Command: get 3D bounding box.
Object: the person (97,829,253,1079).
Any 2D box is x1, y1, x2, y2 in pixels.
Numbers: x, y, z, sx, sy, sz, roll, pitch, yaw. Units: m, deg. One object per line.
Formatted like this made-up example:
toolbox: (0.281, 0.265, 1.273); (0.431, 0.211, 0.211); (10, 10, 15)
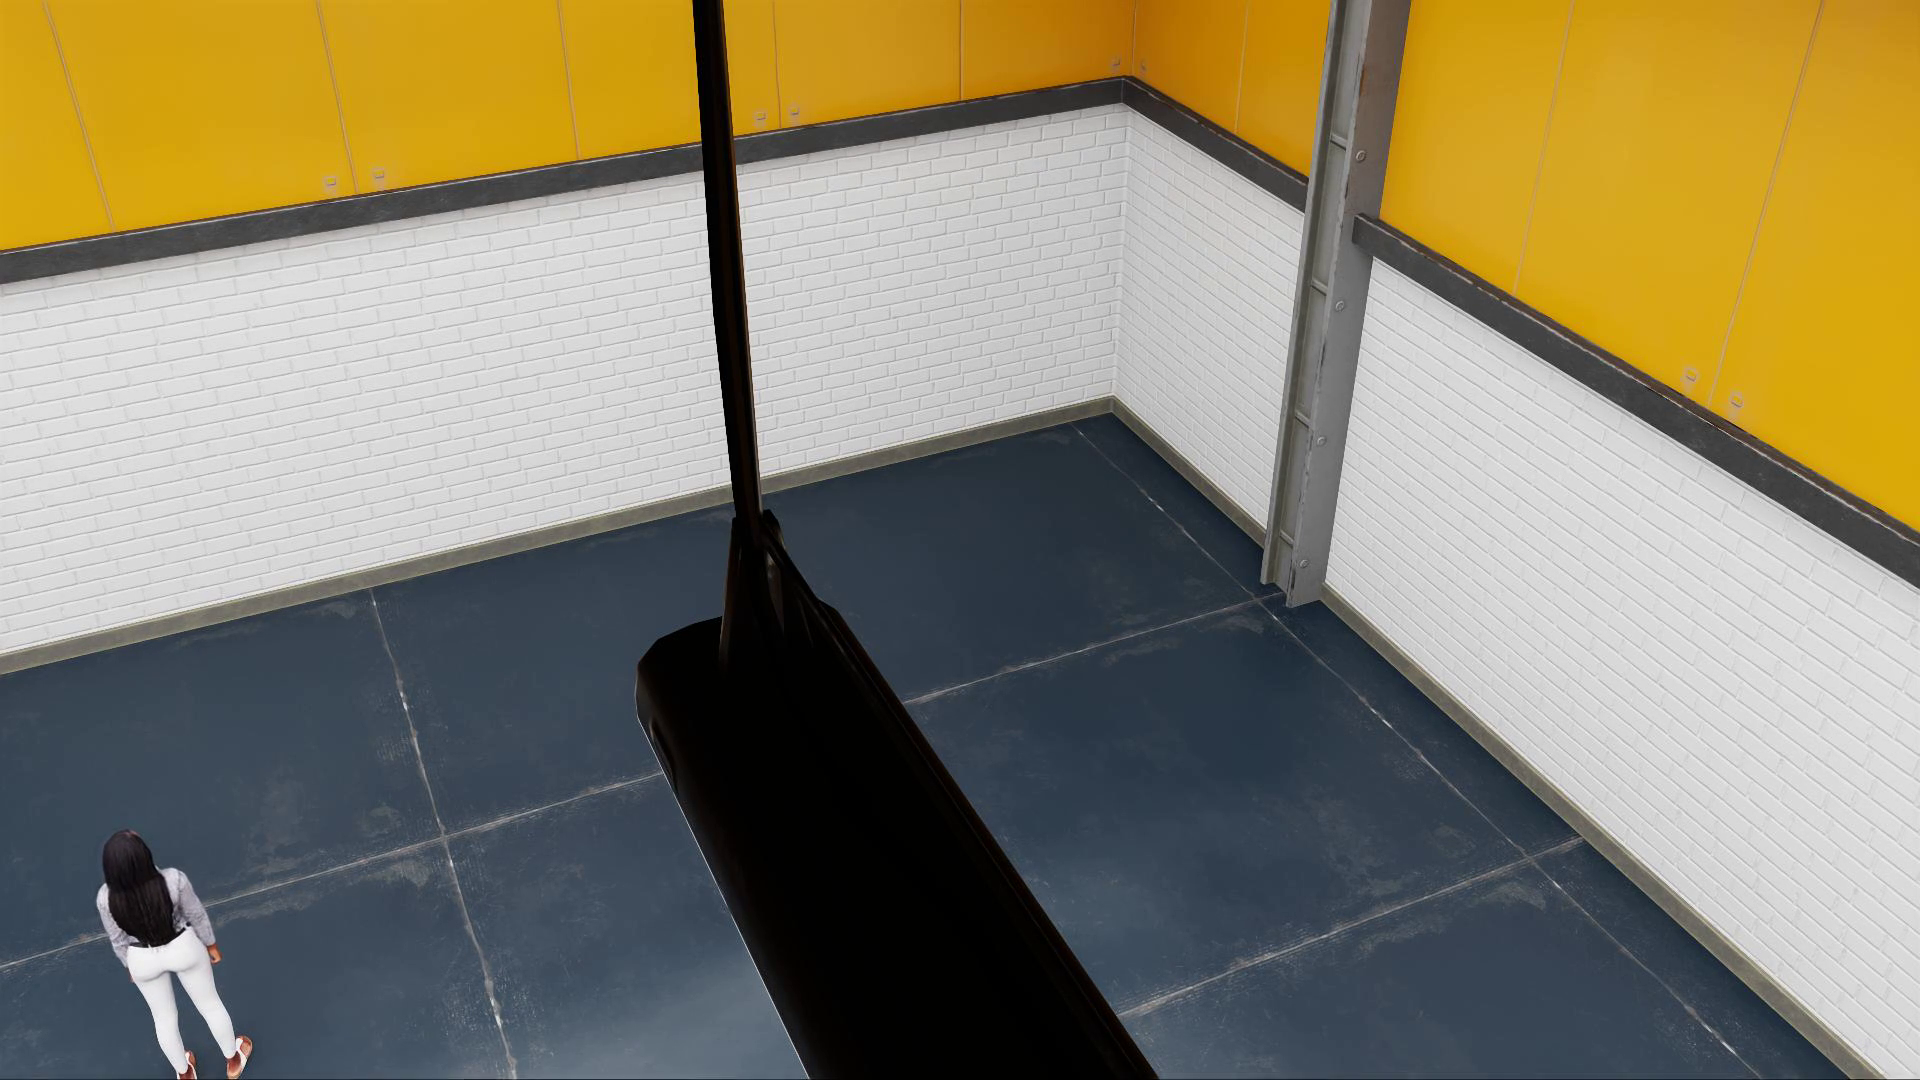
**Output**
person: (-3.998, 2.112, 8.397); (0.610, 1.725, 0.529); (-12, 35, -17)
